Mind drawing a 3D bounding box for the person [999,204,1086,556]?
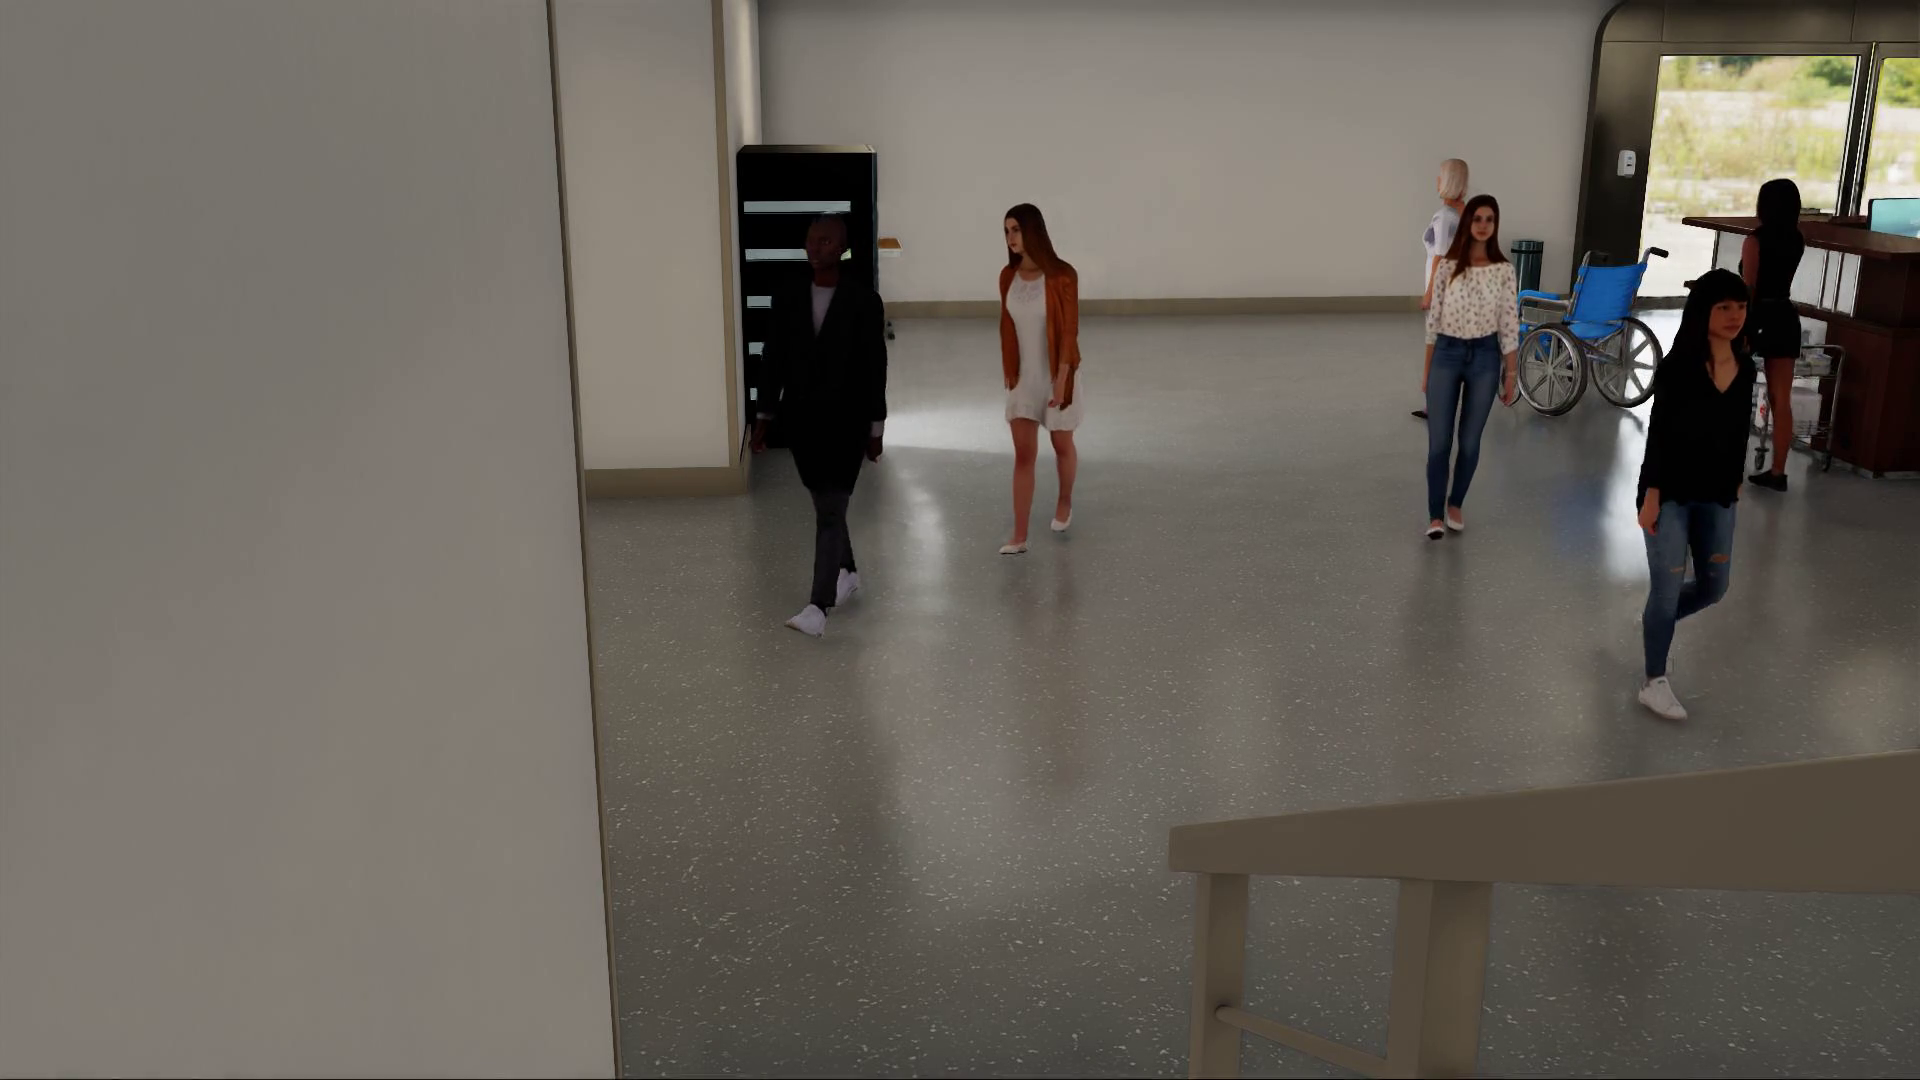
[{"bbox_3d":[0.448,-0.783,8.201,0.926,1.664,1.192,6,17,21],"label":"person"}]

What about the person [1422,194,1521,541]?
[{"bbox_3d":[2.567,-0.875,8.447,0.789,1.708,1.012,4,16,14],"label":"person"}]

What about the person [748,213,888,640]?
[{"bbox_3d":[-0.527,-0.482,7.044,0.979,1.715,1.251,6,17,19],"label":"person"}]

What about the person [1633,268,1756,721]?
[{"bbox_3d":[2.639,-0.180,6.120,0.588,1.634,0.755,-2,16,-8],"label":"person"}]

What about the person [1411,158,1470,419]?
[{"bbox_3d":[3.312,-1.710,11.330,0.697,1.752,0.634,12,20,37],"label":"person"}]
